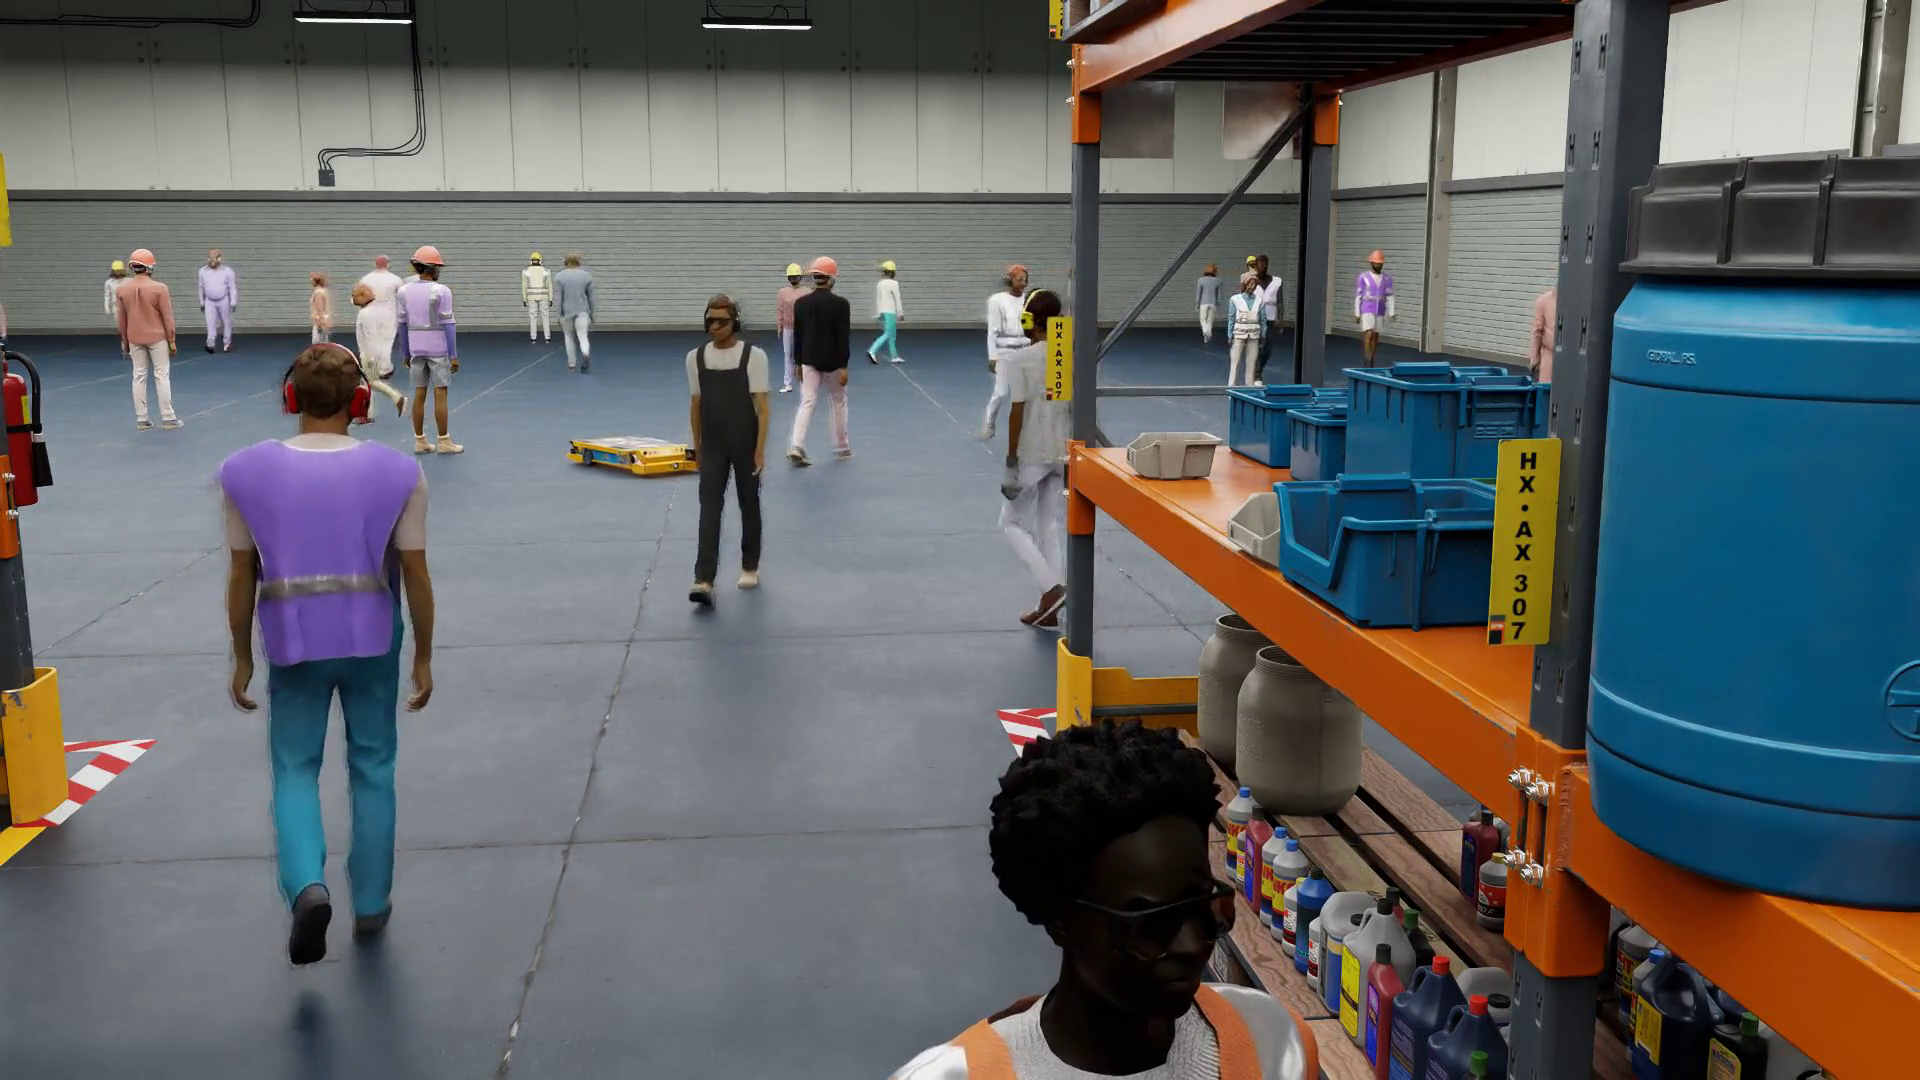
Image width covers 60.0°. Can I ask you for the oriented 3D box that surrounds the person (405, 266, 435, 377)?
[{"bbox_3d":[-8.137,-3.367,25.160,0.506,1.851,0.460,2,10,9],"label":"person"}]

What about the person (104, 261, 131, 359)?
[{"bbox_3d":[-14.587,-3.980,28.899,0.510,1.695,0.876,-2,11,-13],"label":"person"}]

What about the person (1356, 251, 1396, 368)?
[{"bbox_3d":[6.550,-3.573,26.140,0.555,1.899,0.893,-1,10,-6],"label":"person"}]

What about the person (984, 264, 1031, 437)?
[{"bbox_3d":[0.520,-1.903,17.117,0.584,1.858,0.780,-4,11,-19],"label":"person"}]

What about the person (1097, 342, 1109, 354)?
[{"bbox_3d":[2.168,-3.982,29.233,0.861,1.595,0.533,4,11,23],"label":"person"}]

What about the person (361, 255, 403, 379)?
[{"bbox_3d":[-8.695,-3.375,25.212,0.650,1.844,1.031,0,10,3],"label":"person"}]

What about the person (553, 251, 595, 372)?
[{"bbox_3d":[-6.045,-3.577,26.156,0.635,1.914,0.807,-4,11,-23],"label":"person"}]

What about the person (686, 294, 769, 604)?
[{"bbox_3d":[-1.376,-0.539,9.813,0.515,1.793,0.951,1,10,5],"label":"person"}]

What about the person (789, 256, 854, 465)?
[{"bbox_3d":[-1.324,-1.681,15.631,0.625,1.958,0.995,4,11,23],"label":"person"}]

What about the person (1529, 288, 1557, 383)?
[{"bbox_3d":[5.840,-1.722,16.016,0.679,1.887,0.542,4,11,19],"label":"person"}]

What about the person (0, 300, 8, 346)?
[{"bbox_3d":[-12.388,-2.634,21.019,0.687,1.888,0.457,0,10,2],"label":"person"}]

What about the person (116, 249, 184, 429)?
[{"bbox_3d":[-9.014,-2.223,18.483,0.611,1.996,0.379,0,10,0],"label":"person"}]

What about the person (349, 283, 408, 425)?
[{"bbox_3d":[-6.679,-2.118,18.935,0.584,1.613,0.505,-3,11,-14],"label":"person"}]

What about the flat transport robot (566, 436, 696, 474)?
[{"bbox_3d":[-3.019,-0.804,15.436,0.652,0.197,1.431,-9,14,-40],"label":"flat transport robot"}]

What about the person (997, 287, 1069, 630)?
[{"bbox_3d":[0.429,-0.422,8.969,0.543,1.862,0.433,-8,13,-39],"label":"person"}]

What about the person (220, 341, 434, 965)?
[{"bbox_3d":[-1.837,0.339,4.879,0.589,1.829,0.624,-3,11,-17],"label":"person"}]

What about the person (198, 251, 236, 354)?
[{"bbox_3d":[-13.599,-4.336,30.423,0.673,1.855,0.960,-2,11,-11],"label":"person"}]

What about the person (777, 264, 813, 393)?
[{"bbox_3d":[-2.251,-2.890,22.772,0.525,1.769,0.311,2,11,11],"label":"person"}]

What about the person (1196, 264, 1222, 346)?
[{"bbox_3d":[4.878,-4.589,32.537,0.507,1.610,0.471,0,10,-2],"label":"person"}]

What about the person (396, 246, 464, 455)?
[{"bbox_3d":[-5.185,-1.848,16.304,0.614,2.039,0.383,3,11,17],"label":"person"}]

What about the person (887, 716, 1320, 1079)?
[{"bbox_3d":[0.135,0.996,1.647,0.535,1.700,0.318,-6,12,-30],"label":"person"}]

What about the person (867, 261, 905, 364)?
[{"bbox_3d":[-1.253,-3.826,27.984,0.802,1.736,0.529,-7,12,-34],"label":"person"}]

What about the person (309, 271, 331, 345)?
[{"bbox_3d":[-9.668,-3.281,25.284,0.621,1.619,0.526,-2,11,-13],"label":"person"}]

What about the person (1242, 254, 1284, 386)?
[{"bbox_3d":[4.296,-3.127,23.738,0.595,1.893,0.792,-1,10,-4],"label":"person"}]

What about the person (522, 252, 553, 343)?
[{"bbox_3d":[-8.473,-4.851,33.372,0.593,1.819,0.403,-2,11,-13],"label":"person"}]

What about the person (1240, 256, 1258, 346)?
[{"bbox_3d":[5.677,-4.644,32.407,0.522,1.761,0.327,-3,11,-17],"label":"person"}]

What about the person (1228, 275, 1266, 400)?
[{"bbox_3d":[3.740,-2.633,21.732,0.518,1.636,0.314,-2,10,-9],"label":"person"}]
